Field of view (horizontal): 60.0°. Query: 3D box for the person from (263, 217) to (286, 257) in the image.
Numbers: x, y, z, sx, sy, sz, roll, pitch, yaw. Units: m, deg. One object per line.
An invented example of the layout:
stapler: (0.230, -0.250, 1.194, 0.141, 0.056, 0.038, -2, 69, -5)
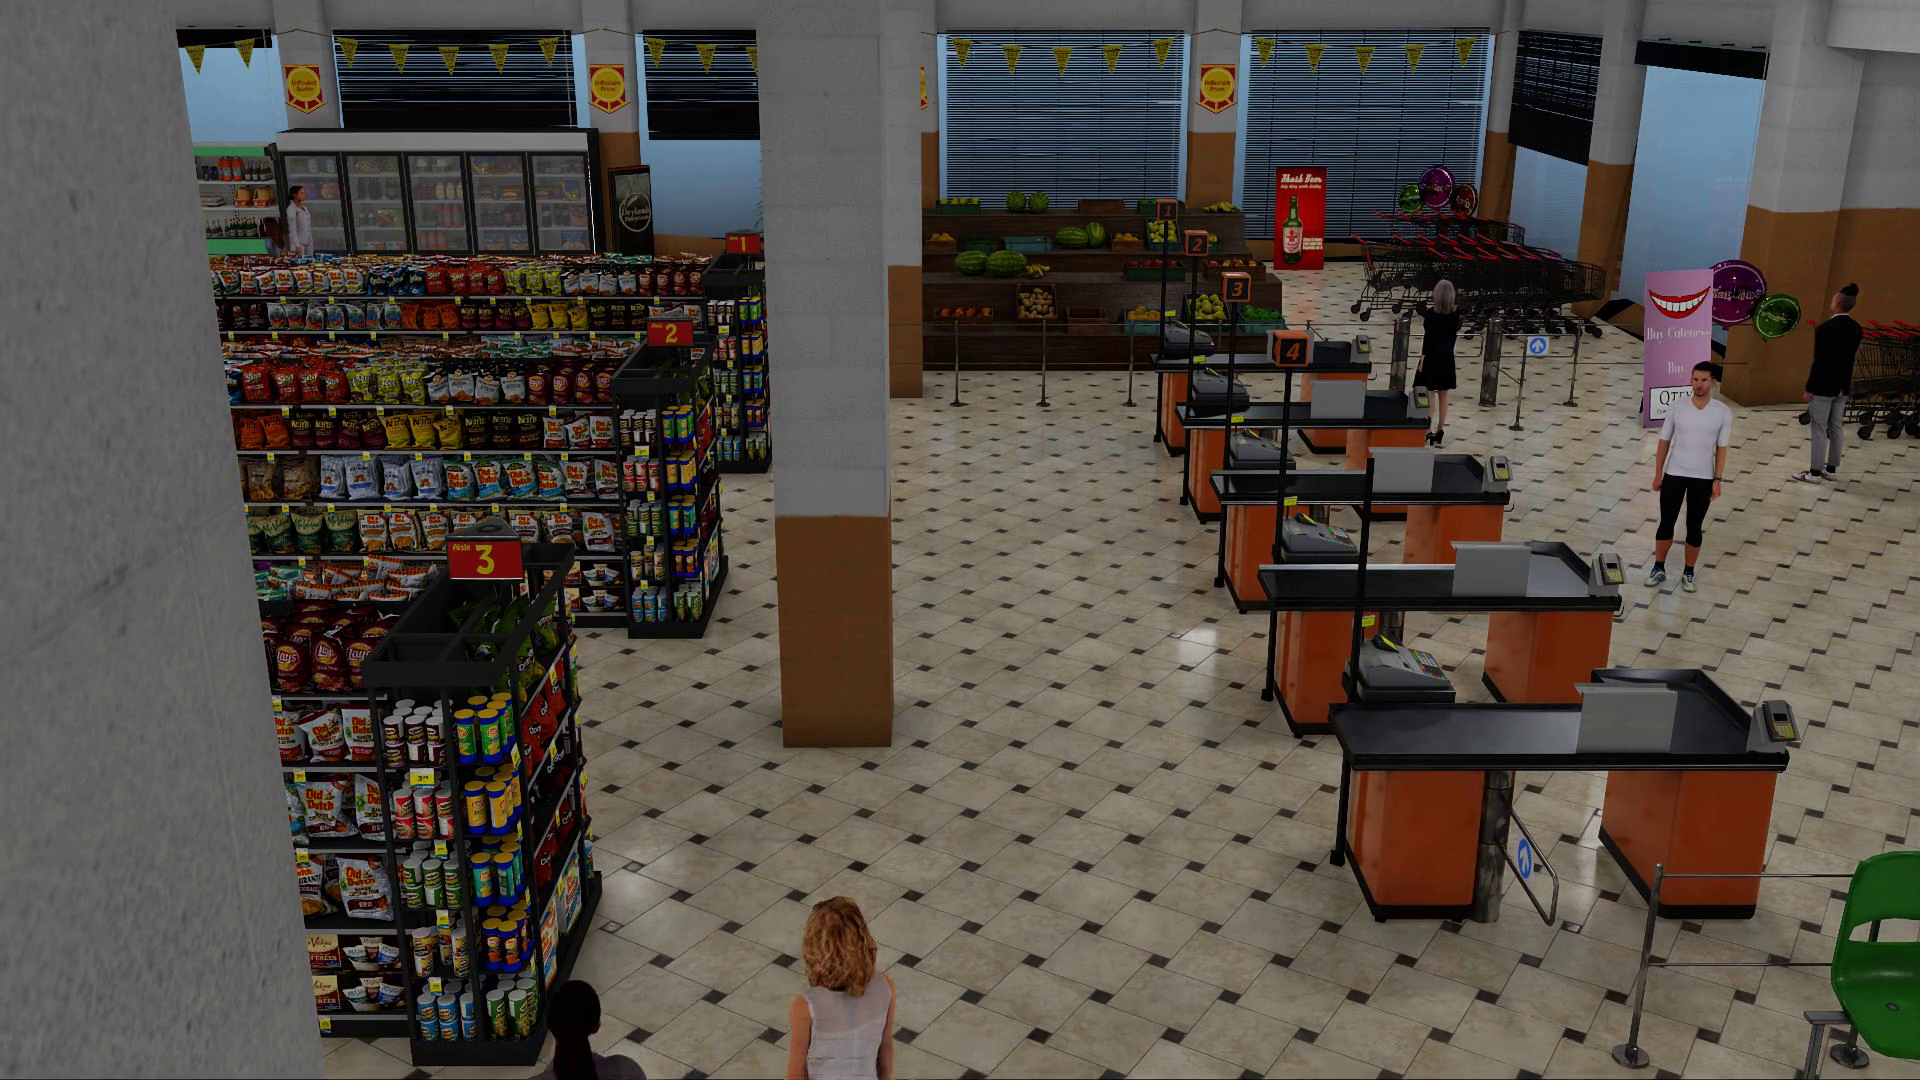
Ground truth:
person: (-9.731, -3.887, 23.874, 0.586, 1.469, 0.597, 2, 19, 5)

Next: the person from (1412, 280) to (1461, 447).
person: (5.006, -1.867, 17.447, 0.625, 1.747, 0.738, -8, 20, -21)

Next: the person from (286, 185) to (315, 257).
person: (-10.066, -4.534, 25.379, 0.600, 1.733, 0.662, 3, 19, 9)

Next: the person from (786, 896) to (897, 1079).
person: (-0.388, 2.073, 5.902, 0.795, 1.658, 0.843, -12, 22, -31)

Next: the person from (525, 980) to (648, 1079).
person: (-1.190, 2.240, 5.401, 0.738, 1.662, 0.862, -9, 21, -26)

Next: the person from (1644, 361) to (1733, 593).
person: (5.830, -0.524, 13.299, 0.674, 1.852, 0.811, 9, 21, 26)

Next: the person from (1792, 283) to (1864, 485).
person: (8.437, -1.520, 16.105, 0.678, 1.948, 0.845, -8, 20, -22)
